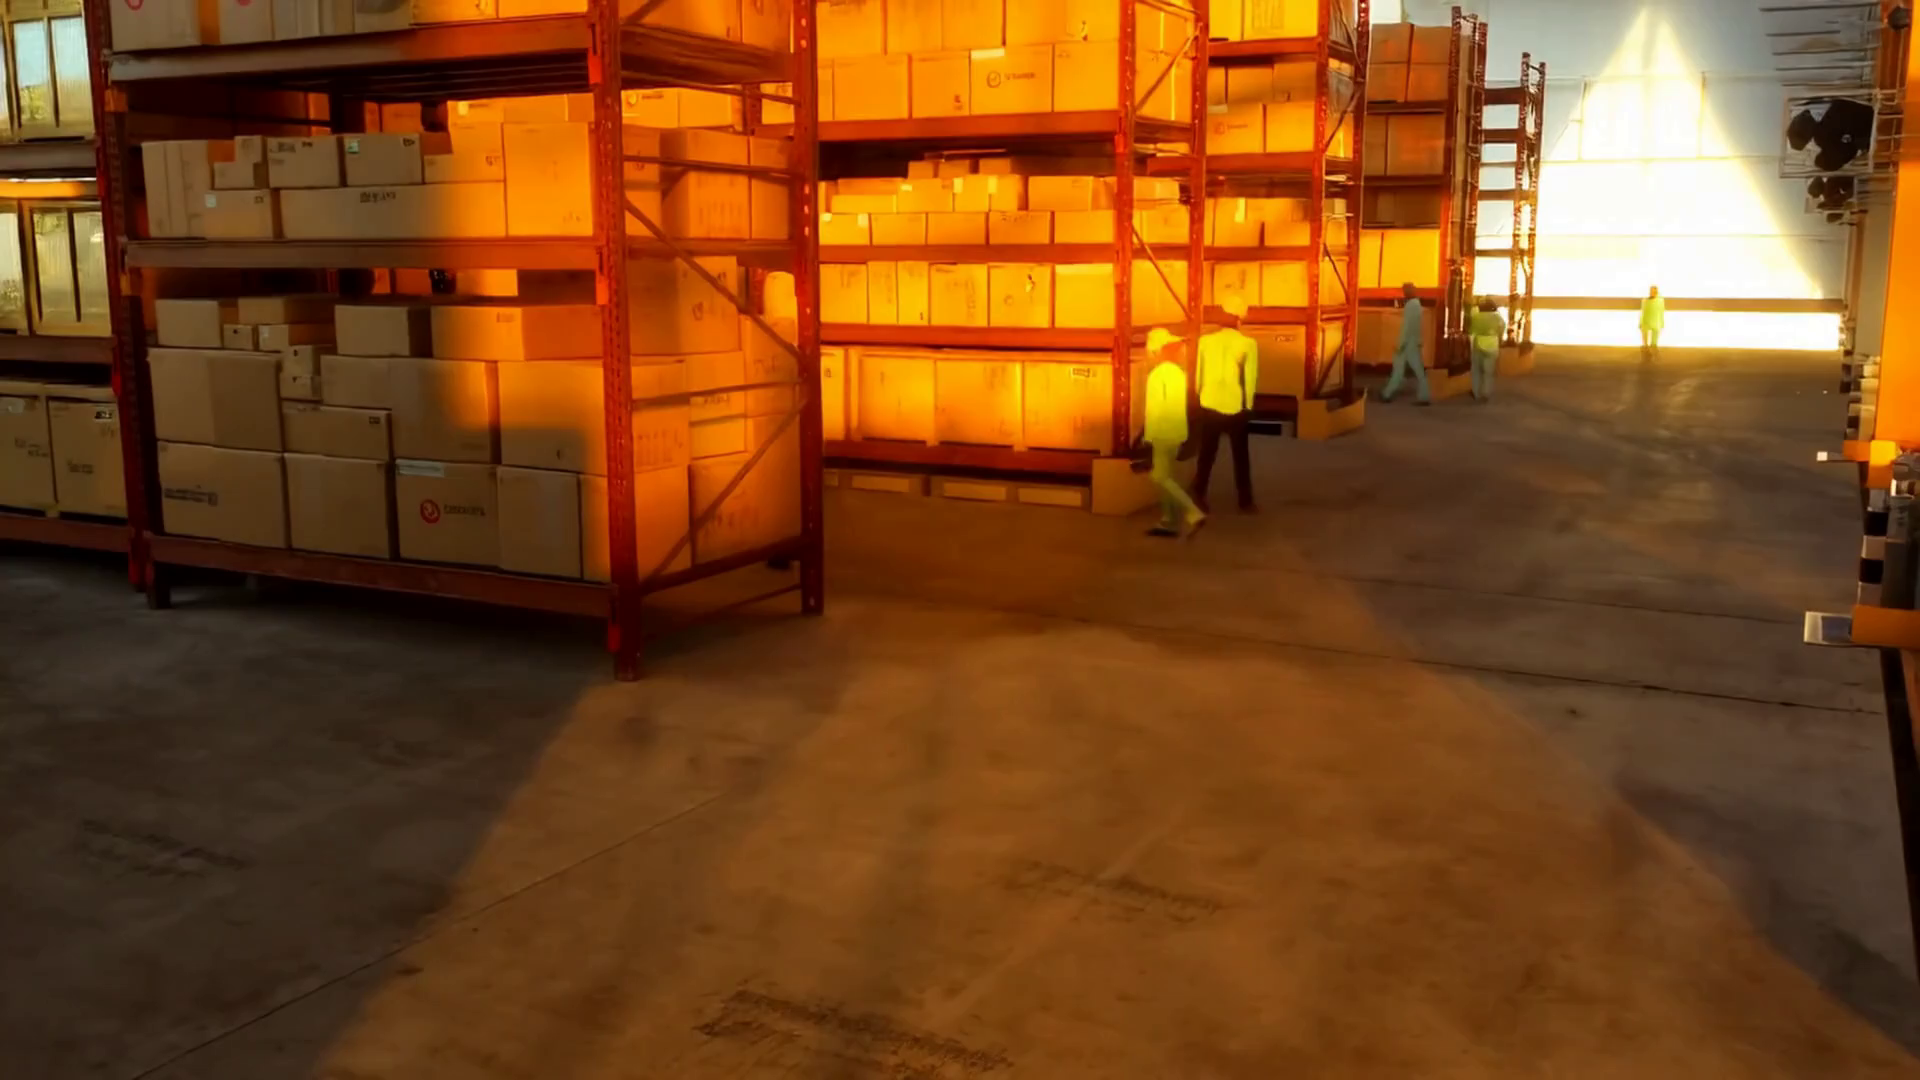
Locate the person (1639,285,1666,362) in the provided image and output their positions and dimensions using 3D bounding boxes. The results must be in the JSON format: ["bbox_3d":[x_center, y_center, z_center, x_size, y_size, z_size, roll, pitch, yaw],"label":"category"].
[{"bbox_3d":[14.773,-4.608,35.513,0.527,1.637,0.317,5,11,28],"label":"person"}]

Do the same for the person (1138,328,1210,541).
[{"bbox_3d":[1.737,-0.848,13.500,0.614,1.722,0.581,4,11,24],"label":"person"}]

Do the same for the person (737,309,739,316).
[{"bbox_3d":[-2.106,-1.283,15.507,0.930,1.896,0.574,5,11,28],"label":"person"}]

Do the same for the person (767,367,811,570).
[{"bbox_3d":[-1.457,-0.705,12.464,0.614,1.785,0.902,-6,12,-33],"label":"person"}]

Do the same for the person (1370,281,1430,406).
[{"bbox_3d":[6.768,-2.998,25.433,0.980,1.890,0.647,3,10,18],"label":"person"}]

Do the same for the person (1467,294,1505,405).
[{"bbox_3d":[8.159,-2.948,25.746,0.518,1.686,0.903,5,11,25],"label":"person"}]

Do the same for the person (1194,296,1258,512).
[{"bbox_3d":[2.393,-1.227,15.089,0.614,1.949,1.017,5,11,28],"label":"person"}]
